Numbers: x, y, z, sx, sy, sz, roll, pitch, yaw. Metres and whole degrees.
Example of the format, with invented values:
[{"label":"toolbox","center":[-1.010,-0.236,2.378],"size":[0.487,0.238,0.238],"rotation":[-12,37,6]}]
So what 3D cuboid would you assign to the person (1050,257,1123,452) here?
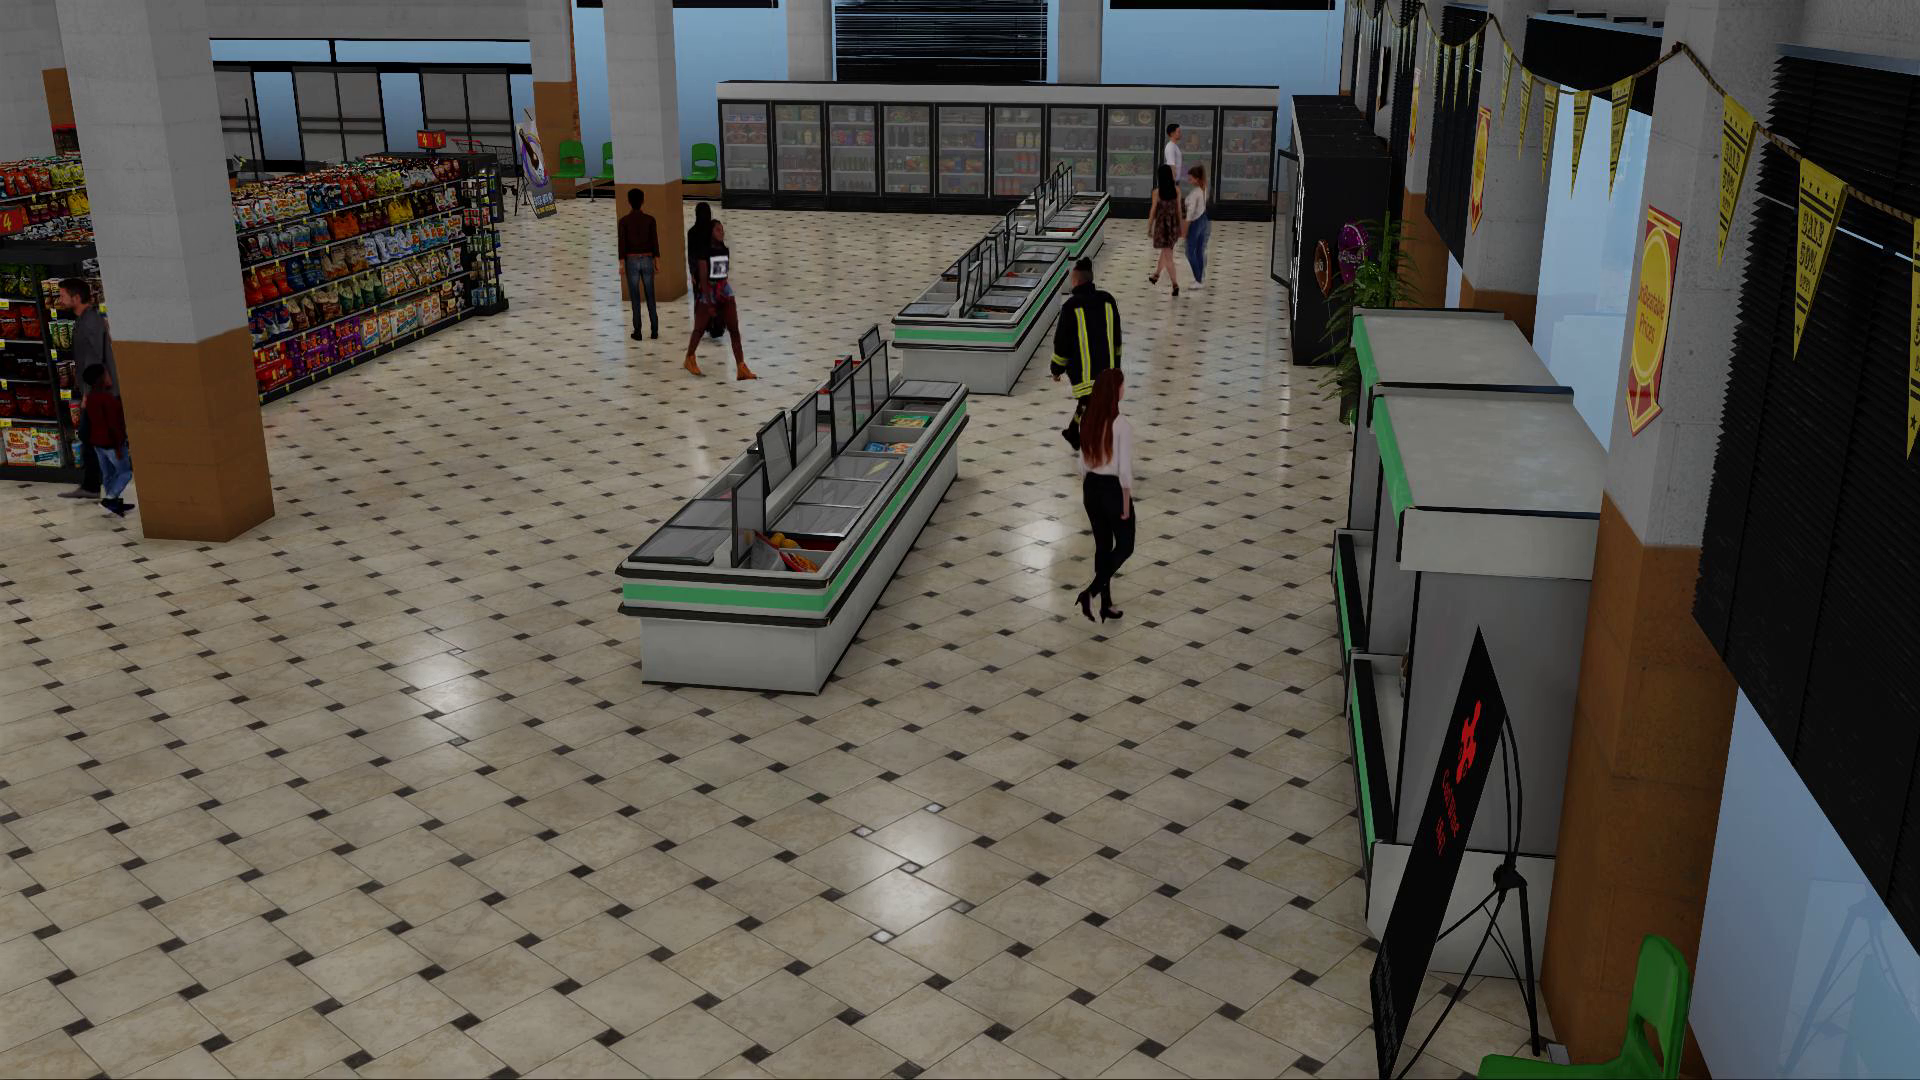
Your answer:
[{"label":"person","center":[1.173,-1.498,14.423],"size":[1.182,1.828,1.271],"rotation":[-10,21,-27]}]

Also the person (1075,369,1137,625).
[{"label":"person","center":[0.901,-0.235,10.806],"size":[0.836,1.747,0.930],"rotation":[17,25,40]}]

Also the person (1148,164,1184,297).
[{"label":"person","center":[2.797,-4.100,22.305],"size":[0.987,1.722,1.224],"rotation":[-6,19,-17]}]

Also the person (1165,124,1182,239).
[{"label":"person","center":[3.537,-6.000,27.738],"size":[0.733,1.852,0.514],"rotation":[2,19,6]}]

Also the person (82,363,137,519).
[{"label":"person","center":[-6.791,-0.766,13.163],"size":[0.601,1.246,0.667],"rotation":[11,21,29]}]

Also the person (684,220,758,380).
[{"label":"person","center":[-2.686,-2.525,17.699],"size":[1.090,1.682,1.205],"rotation":[16,24,38]}]

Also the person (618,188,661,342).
[{"label":"person","center":[-3.808,-3.276,19.774],"size":[0.720,1.780,0.715],"rotation":[-8,20,-22]}]

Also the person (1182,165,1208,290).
[{"label":"person","center":[3.303,-4.333,23.025],"size":[0.871,1.705,0.672],"rotation":[17,25,41]}]

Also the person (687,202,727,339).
[{"label":"person","center":[-3.008,-3.215,19.866],"size":[0.896,1.605,1.193],"rotation":[-4,19,-13]}]
